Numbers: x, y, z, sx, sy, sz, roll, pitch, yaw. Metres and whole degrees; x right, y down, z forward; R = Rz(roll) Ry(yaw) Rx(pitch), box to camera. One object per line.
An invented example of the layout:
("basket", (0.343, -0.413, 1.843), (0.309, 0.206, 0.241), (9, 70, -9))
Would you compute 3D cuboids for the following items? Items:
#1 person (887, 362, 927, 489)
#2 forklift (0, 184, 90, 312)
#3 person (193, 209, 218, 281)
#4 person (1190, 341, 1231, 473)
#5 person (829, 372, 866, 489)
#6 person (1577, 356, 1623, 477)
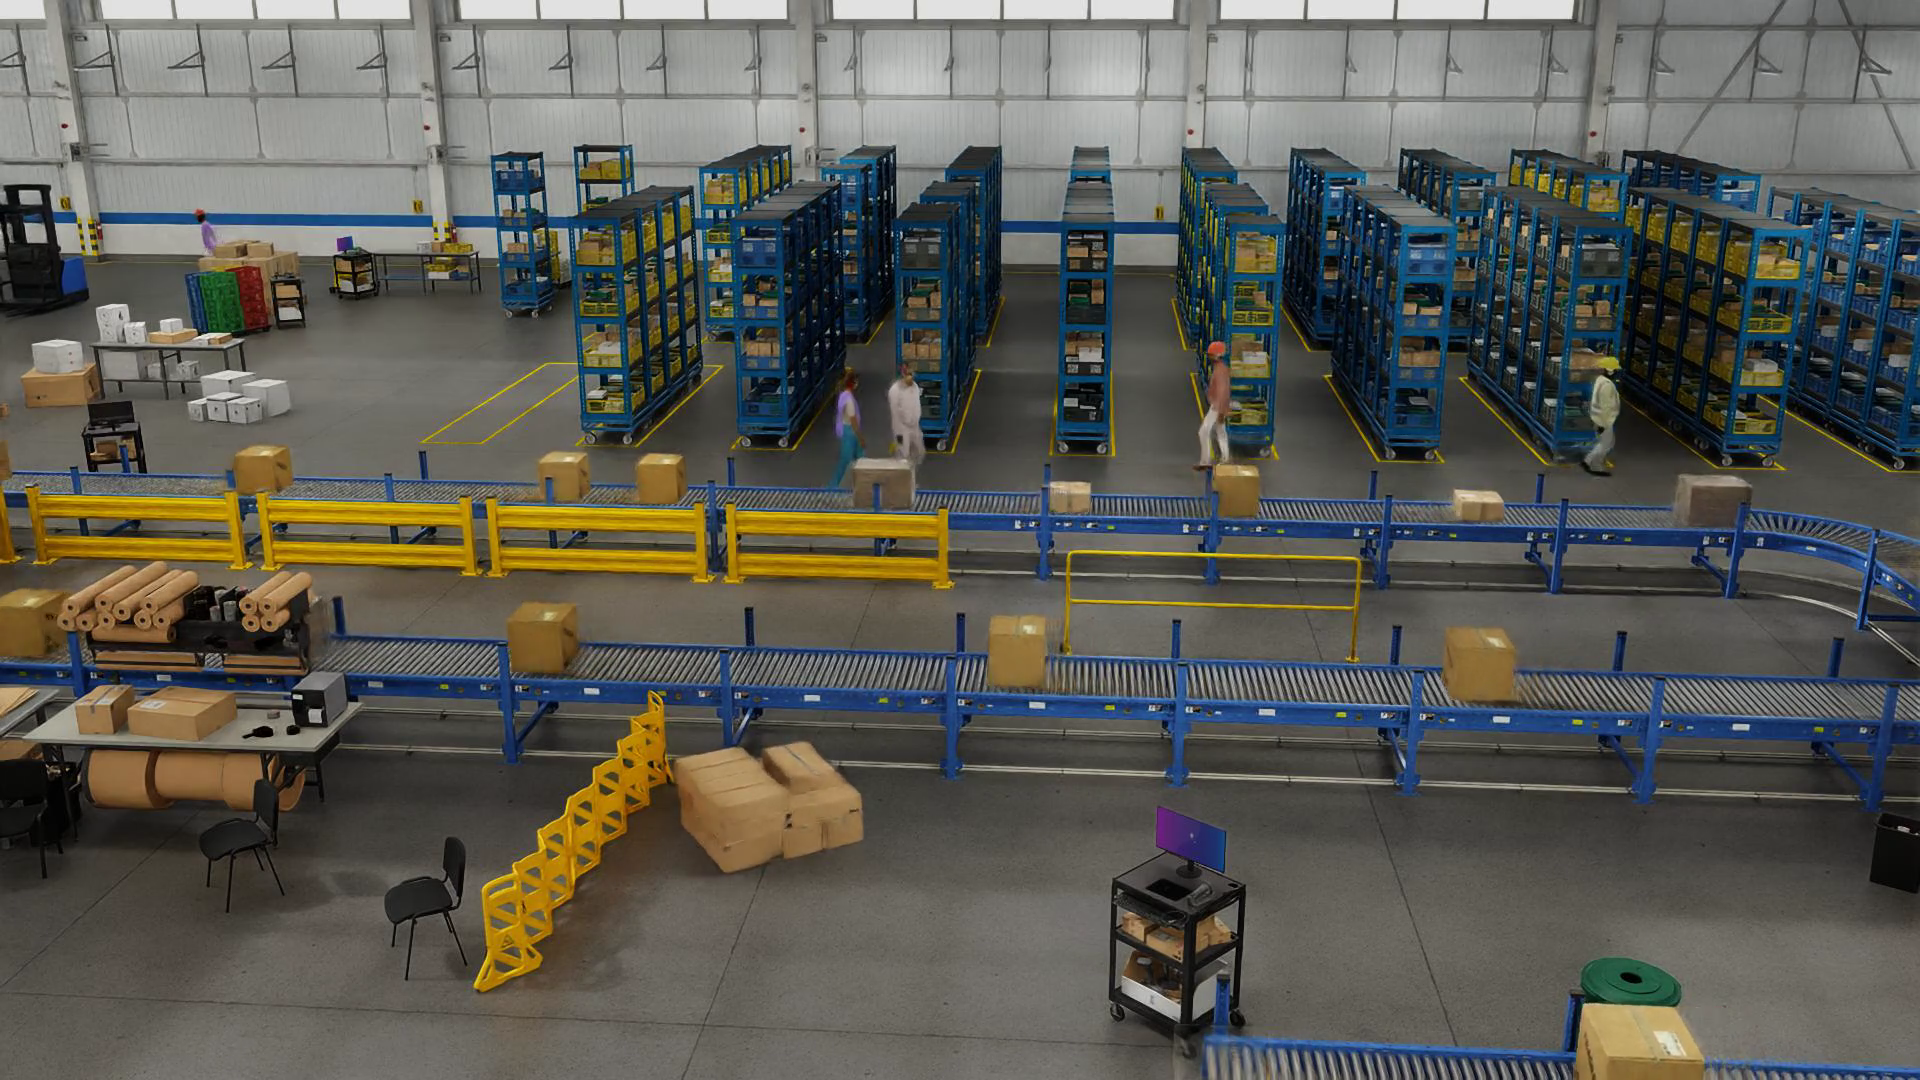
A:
("person", (-0.736, -1.574, 23.467), (0.422, 1.891, 0.639), (13, 22, 36))
("forklift", (-21.292, -6.788, 38.385), (1.129, 2.768, 1.873), (1, 18, 4))
("person", (-18.947, -7.416, 42.040), (1.025, 1.866, 0.603), (-7, 19, -21))
("person", (3.696, -1.955, 24.521), (0.720, 1.969, 0.649), (4, 18, 13))
("person", (-1.501, -1.451, 23.210), (0.829, 1.809, 0.596), (-2, 18, -5))
("person", (9.371, -1.787, 24.253), (0.456, 1.817, 0.596), (3, 18, 8))
